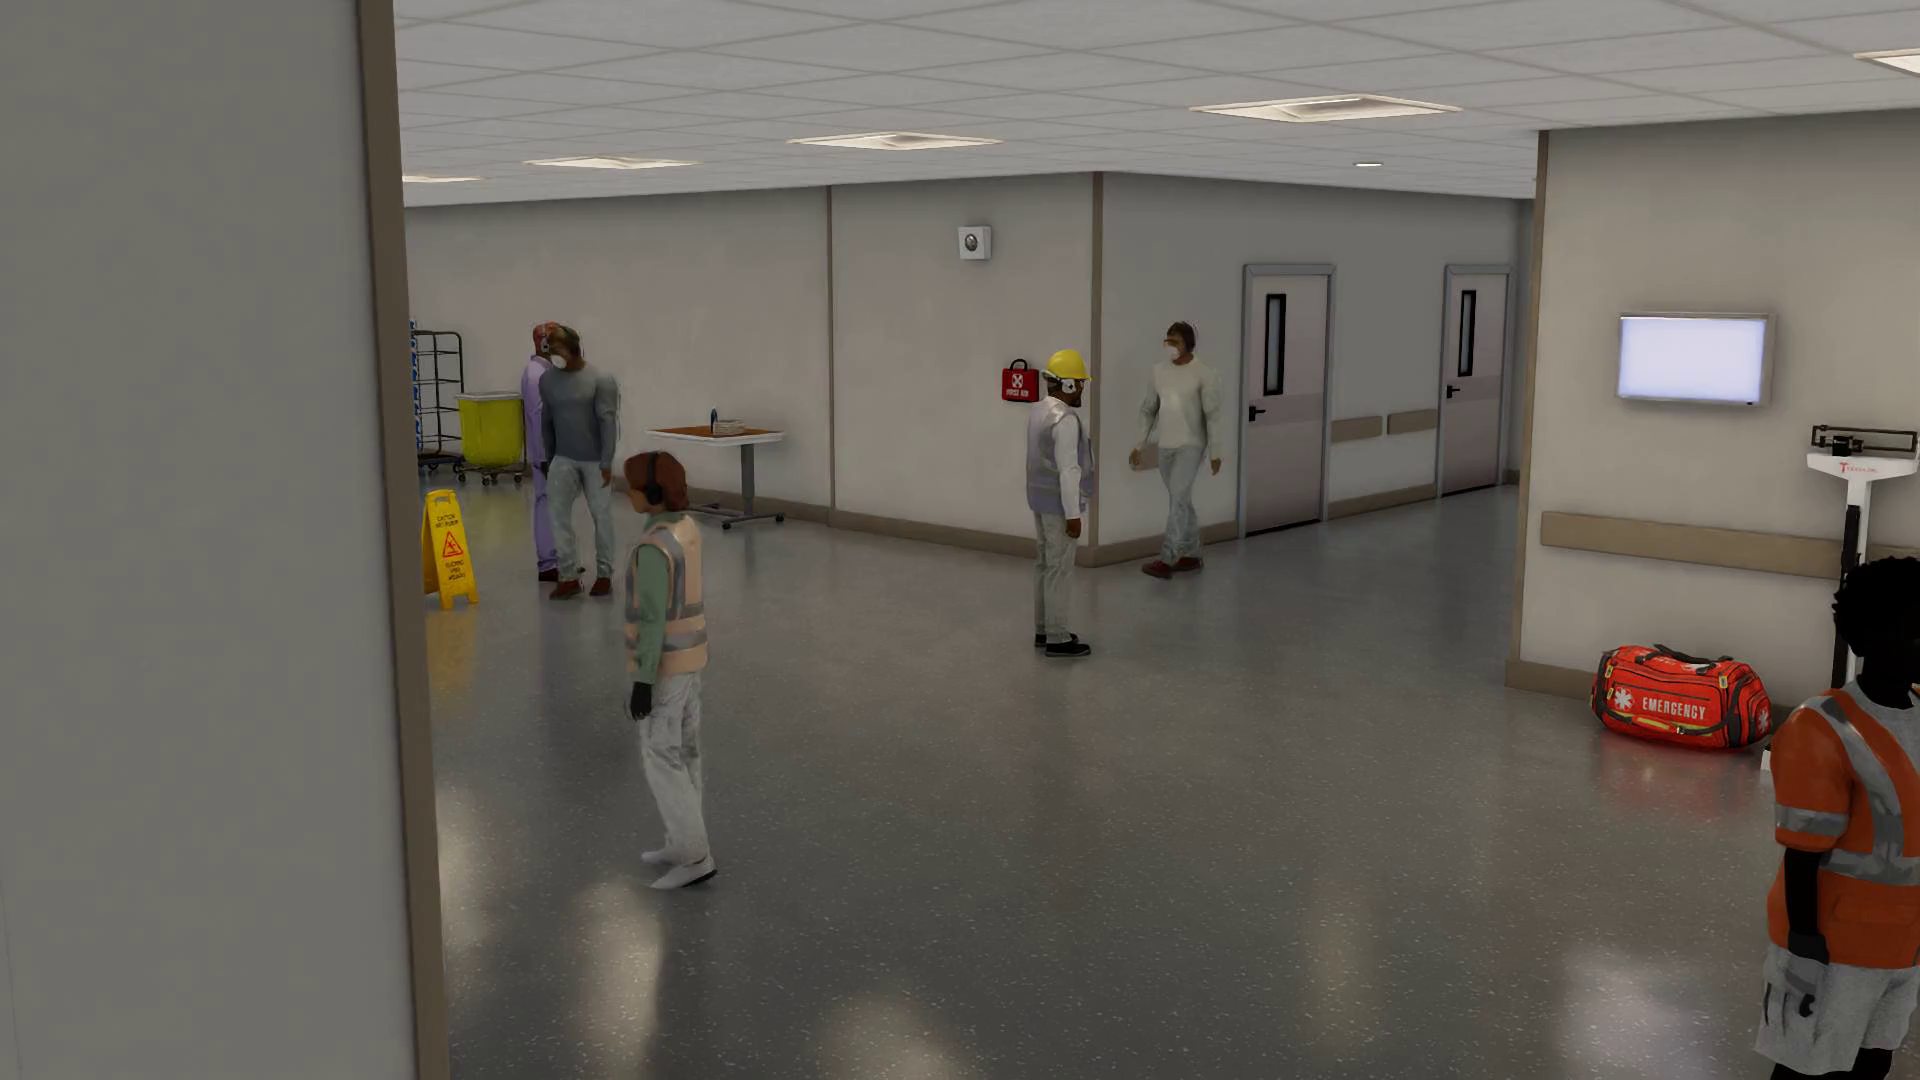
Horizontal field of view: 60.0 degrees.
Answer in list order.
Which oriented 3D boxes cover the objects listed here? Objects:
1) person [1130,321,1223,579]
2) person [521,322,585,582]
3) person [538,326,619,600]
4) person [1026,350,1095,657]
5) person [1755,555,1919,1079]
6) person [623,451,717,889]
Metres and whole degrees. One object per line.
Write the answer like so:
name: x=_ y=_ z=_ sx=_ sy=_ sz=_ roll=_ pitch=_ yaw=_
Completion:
person: x=1.561 y=-0.664 z=12.395 sx=0.917 sy=1.899 sz=0.649 roll=-8 pitch=12 yaw=-42
person: x=-3.001 y=-0.653 z=12.312 sx=0.409 sy=1.913 sz=0.642 roll=-1 pitch=9 yaw=-4
person: x=-2.651 y=-0.525 z=11.539 sx=0.658 sy=1.903 sz=0.727 roll=2 pitch=10 yaw=15
person: x=0.598 y=-0.216 z=9.919 sx=0.403 sy=1.824 sz=0.590 roll=-2 pitch=10 yaw=-14
person: x=1.962 y=0.870 z=3.627 sx=0.531 sy=1.698 sz=0.320 roll=-5 pitch=11 yaw=-30
person: x=-1.079 y=0.487 z=6.205 sx=0.363 sy=1.637 sz=0.535 roll=1 pitch=9 yaw=6
